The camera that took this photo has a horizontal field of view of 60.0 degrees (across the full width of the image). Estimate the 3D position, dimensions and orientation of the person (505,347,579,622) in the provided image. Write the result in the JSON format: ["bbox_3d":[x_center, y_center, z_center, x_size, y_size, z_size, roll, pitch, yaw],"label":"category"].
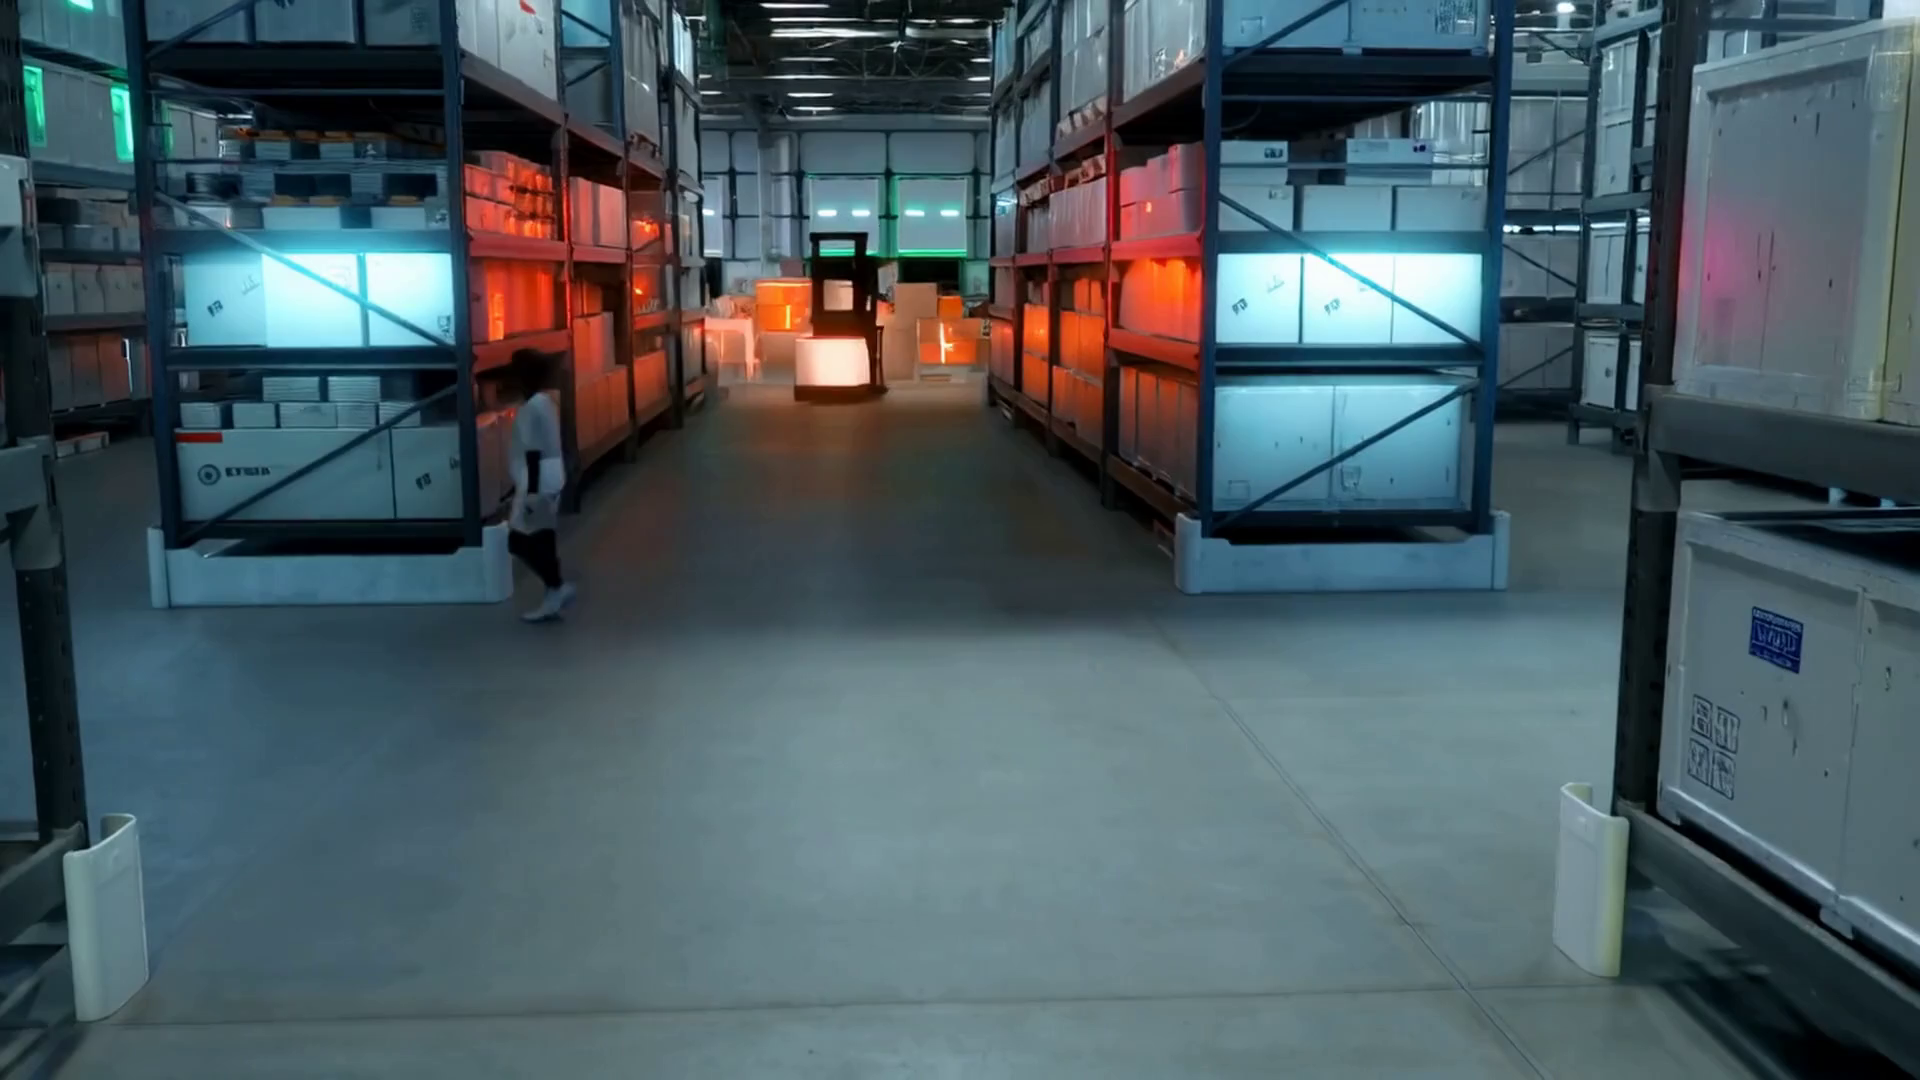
[{"bbox_3d":[-2.563,-0.312,10.027,0.356,1.688,0.535,0,9,-1],"label":"person"}]

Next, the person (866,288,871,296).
[{"bbox_3d":[-2.044,-4.851,38.039,0.429,1.842,0.635,-4,10,-26],"label":"person"}]

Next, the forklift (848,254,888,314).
[{"bbox_3d":[-3.336,-8.384,56.975,1.129,2.768,1.873,-5,10,-30],"label":"forklift"}]

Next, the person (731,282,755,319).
[{"bbox_3d":[-5.609,-5.689,43.002,0.629,1.940,0.376,0,9,-2],"label":"person"}]

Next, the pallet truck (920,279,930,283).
[{"bbox_3d":[-0.932,-8.922,63.114,1.885,1.965,0.823,2,9,13],"label":"pallet truck"}]

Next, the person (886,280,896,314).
[{"bbox_3d":[-2.514,-8.775,62.441,0.585,1.918,0.381,7,11,36],"label":"person"}]

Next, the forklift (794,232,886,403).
[{"bbox_3d":[-2.022,-3.726,27.729,1.129,2.768,1.873,2,9,12],"label":"forklift"}]
